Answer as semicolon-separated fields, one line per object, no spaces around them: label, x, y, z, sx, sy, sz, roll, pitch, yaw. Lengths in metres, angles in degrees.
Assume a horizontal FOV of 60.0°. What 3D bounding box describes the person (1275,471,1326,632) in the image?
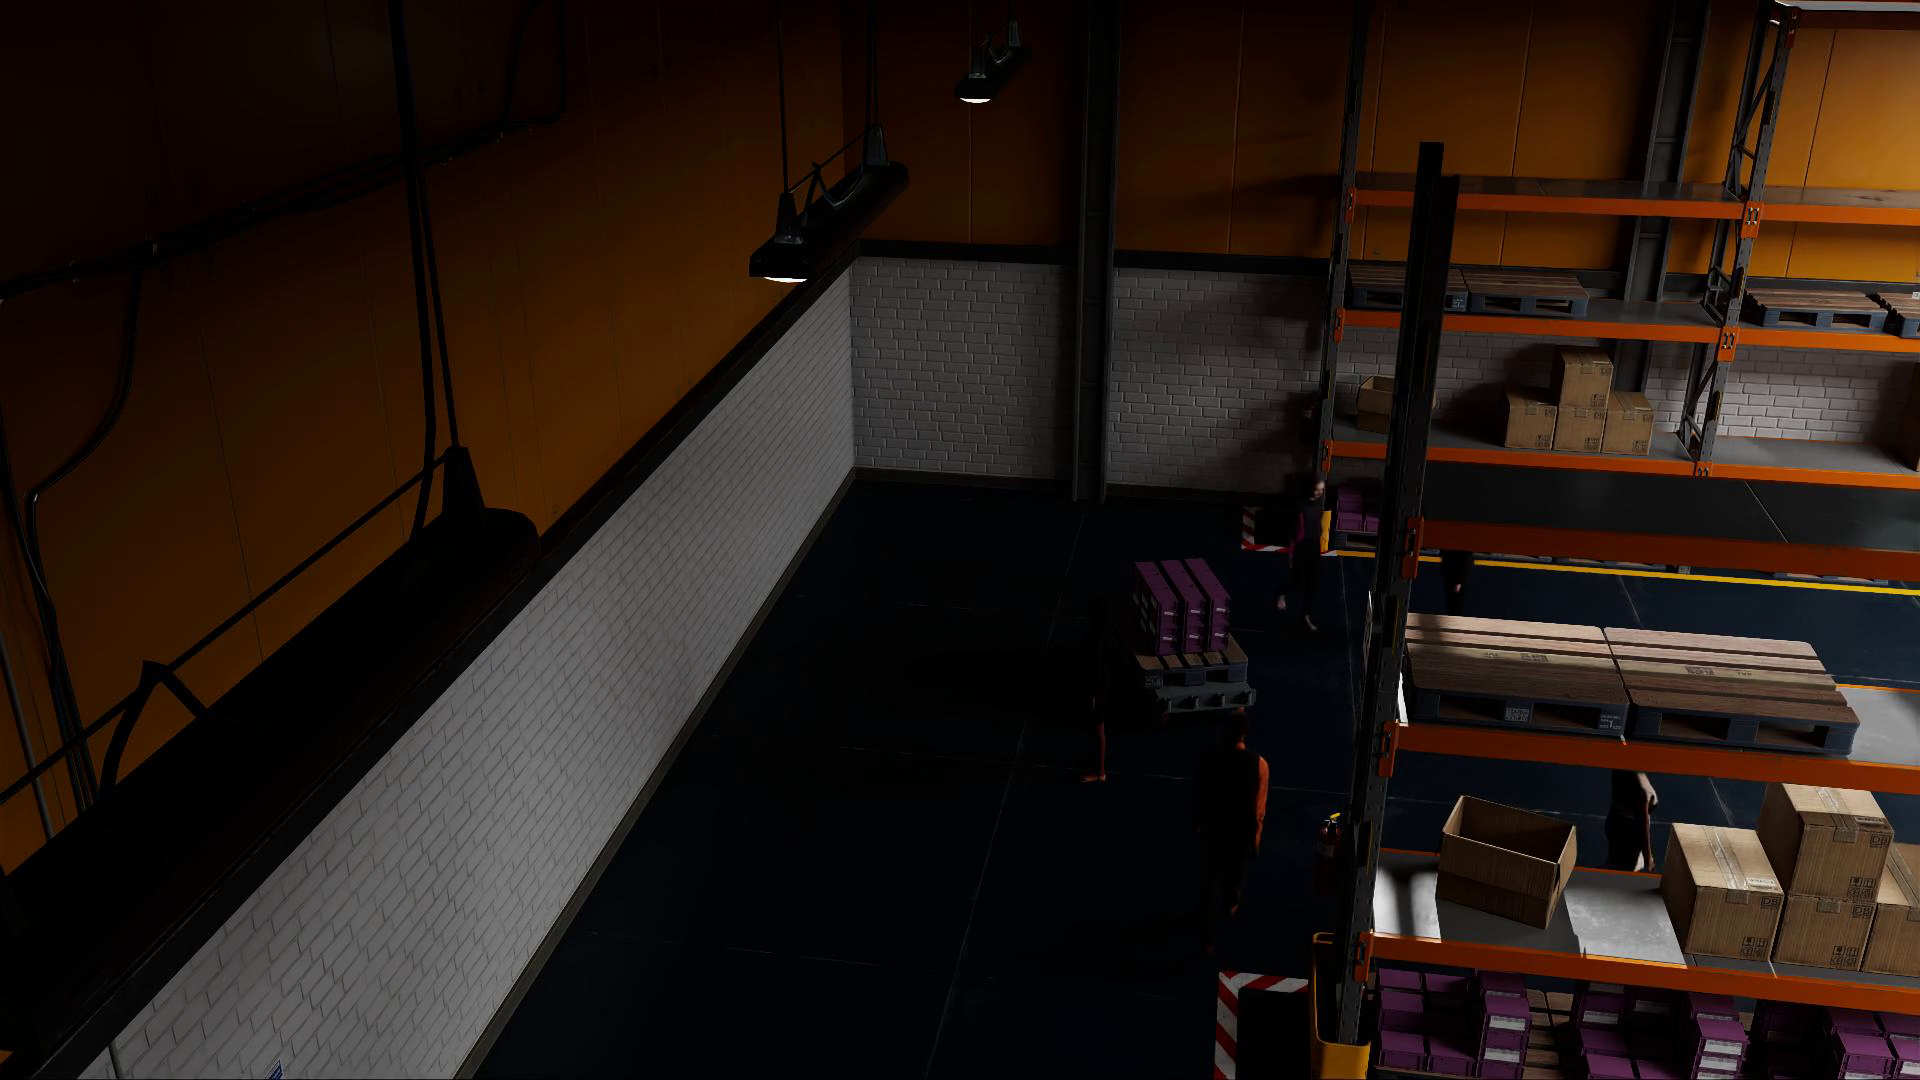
person;3.427;0.097;16.829;0.825;1.726;0.860;-13;27;-27

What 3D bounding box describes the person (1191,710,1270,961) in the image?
person;1.899;2.139;11.979;1.217;1.868;0.865;7;25;16

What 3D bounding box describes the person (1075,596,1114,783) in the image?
person;1.146;1.250;14.196;0.527;1.720;0.634;1;24;3
